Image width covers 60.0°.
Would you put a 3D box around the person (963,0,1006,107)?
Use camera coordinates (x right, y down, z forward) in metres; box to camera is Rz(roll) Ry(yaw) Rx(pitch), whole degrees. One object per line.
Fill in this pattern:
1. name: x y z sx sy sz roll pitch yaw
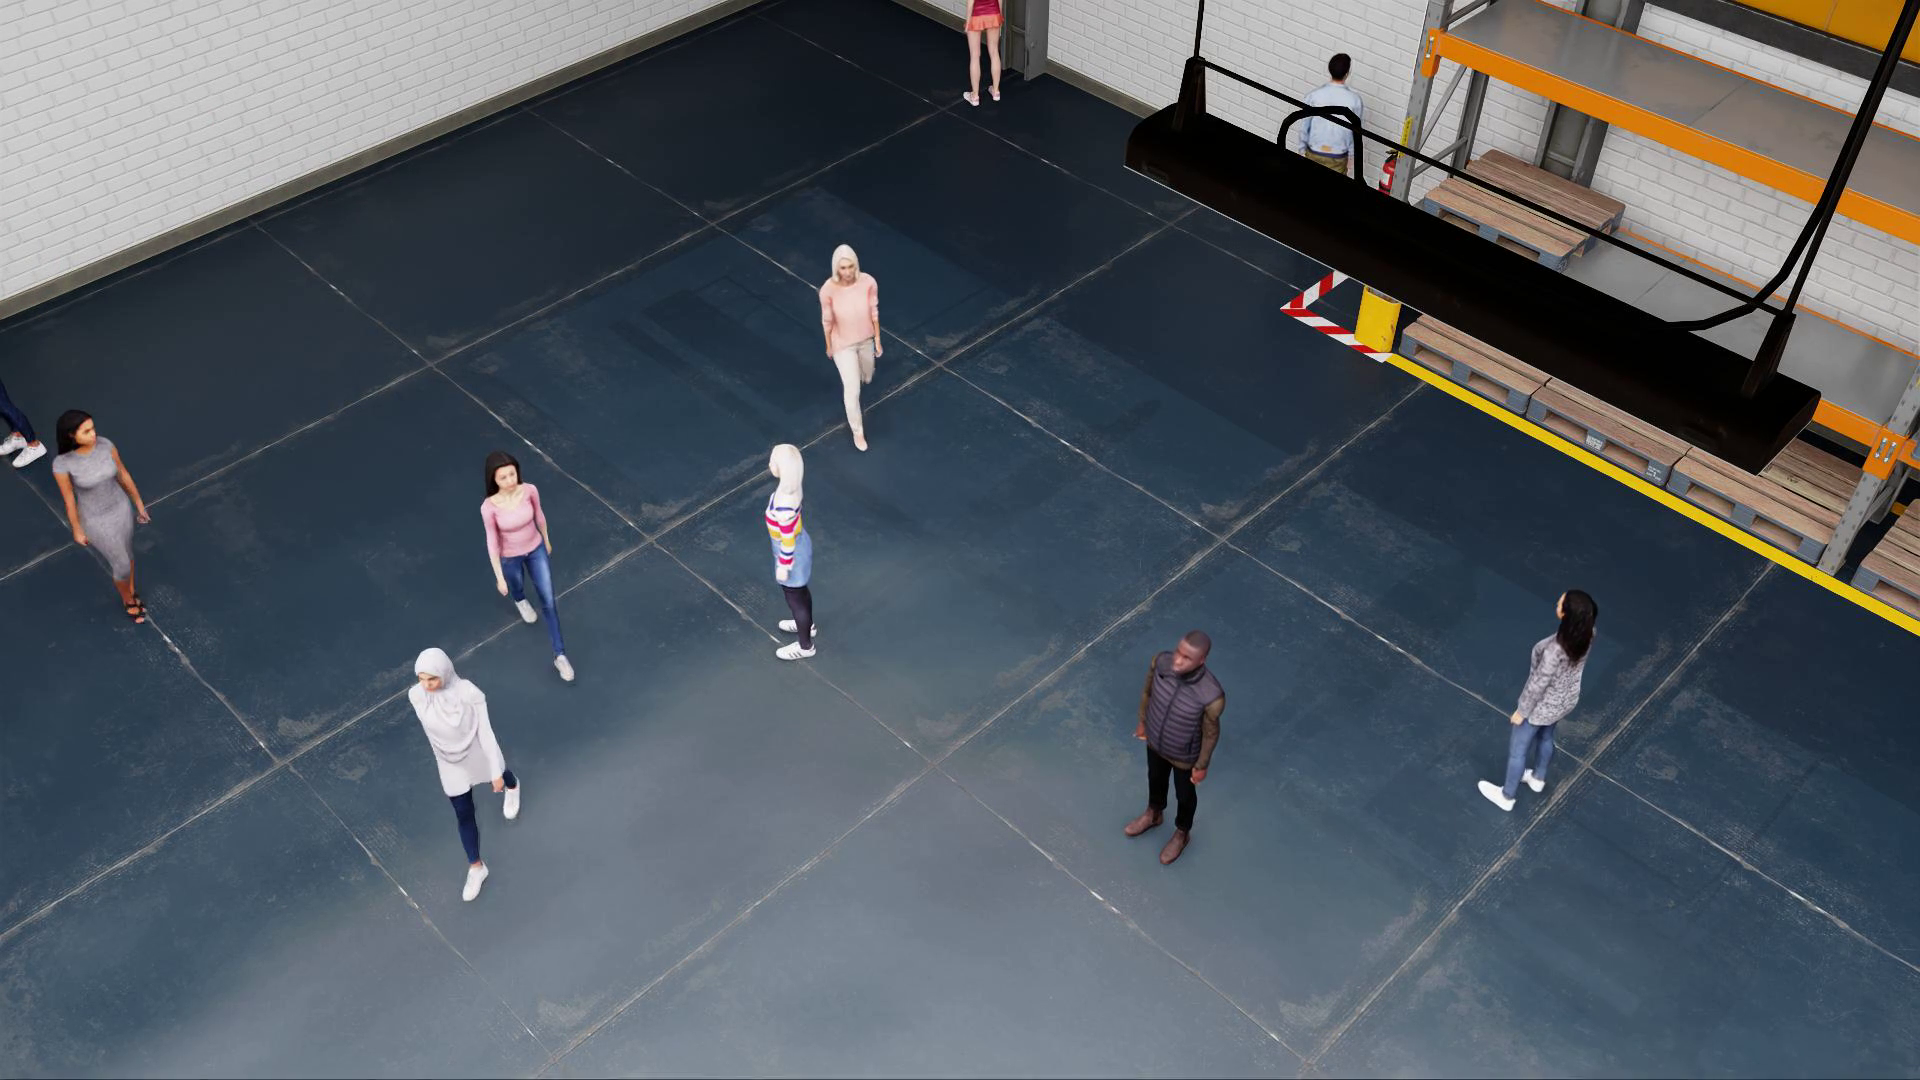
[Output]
1. person: 0.231 -5.173 16.486 0.646 1.754 0.668 -17 46 -17

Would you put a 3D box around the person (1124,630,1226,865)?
1. person: 1.272 1.187 9.750 0.745 1.835 0.493 -34 53 -30

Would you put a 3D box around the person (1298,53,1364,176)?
1. person: 3.216 -3.393 14.578 0.696 1.808 0.814 9 44 9

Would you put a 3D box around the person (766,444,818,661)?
1. person: -1.101 0.067 10.945 0.763 1.809 0.710 1 44 1

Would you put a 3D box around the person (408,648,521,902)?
1. person: -2.850 1.215 9.788 1.131 1.743 1.165 2 44 2

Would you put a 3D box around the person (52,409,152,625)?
1. person: -5.814 -0.177 11.236 0.701 1.762 0.679 28 50 26

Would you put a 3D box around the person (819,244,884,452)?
1. person: -0.832 -1.564 12.733 0.830 1.704 1.069 -15 46 -16

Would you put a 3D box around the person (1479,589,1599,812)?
1. person: 3.559 0.970 10.057 0.652 1.727 0.576 -27 50 -26

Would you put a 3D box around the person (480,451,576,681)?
1. person: -2.943 0.065 11.028 0.766 1.698 1.200 -25 49 -24
